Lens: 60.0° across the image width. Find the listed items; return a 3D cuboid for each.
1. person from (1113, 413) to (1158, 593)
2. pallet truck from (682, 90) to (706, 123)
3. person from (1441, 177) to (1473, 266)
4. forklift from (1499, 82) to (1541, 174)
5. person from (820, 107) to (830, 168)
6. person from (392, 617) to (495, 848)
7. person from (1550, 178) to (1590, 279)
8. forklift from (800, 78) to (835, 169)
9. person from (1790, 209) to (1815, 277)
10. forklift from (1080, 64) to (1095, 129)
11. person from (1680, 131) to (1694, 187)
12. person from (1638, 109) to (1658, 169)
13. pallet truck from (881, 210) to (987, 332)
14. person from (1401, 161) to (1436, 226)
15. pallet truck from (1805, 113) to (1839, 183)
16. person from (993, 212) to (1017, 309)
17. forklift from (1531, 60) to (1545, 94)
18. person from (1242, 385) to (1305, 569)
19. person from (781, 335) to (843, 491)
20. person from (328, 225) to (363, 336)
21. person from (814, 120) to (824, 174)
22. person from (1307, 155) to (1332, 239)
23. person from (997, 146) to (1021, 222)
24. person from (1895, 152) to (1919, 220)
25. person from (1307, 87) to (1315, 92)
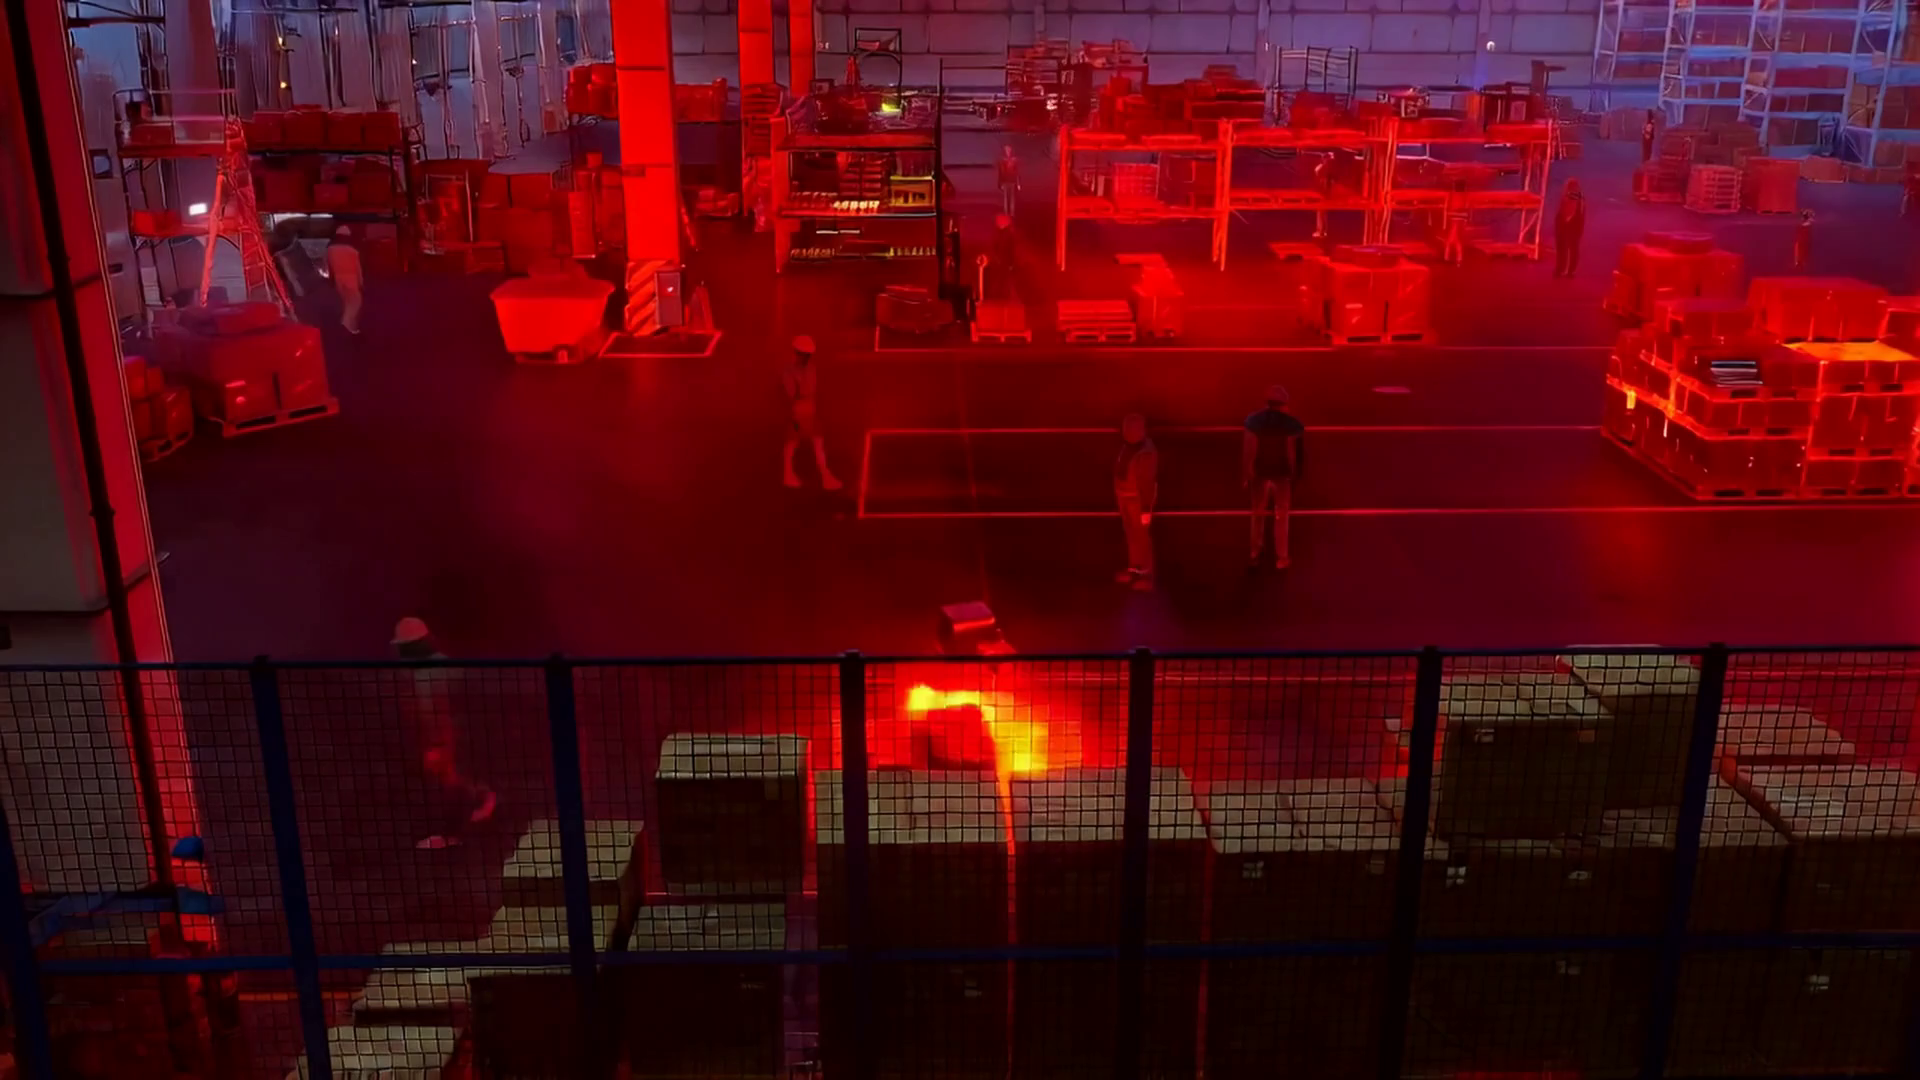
[{"bbox_3d":[1.751,-0.386,16.659,0.432,1.831,0.636,-5,19,-15],"label":"person"},{"bbox_3d":[-9.671,-15.907,62.421,0.823,1.965,1.885,5,19,15],"label":"pallet truck"},{"bbox_3d":[10.651,-6.812,35.618,0.574,1.882,0.358,10,21,28],"label":"person"},{"bbox_3d":[17.612,-13.042,52.560,1.129,2.768,1.873,-1,19,-1],"label":"forklift"},{"bbox_3d":[-4.421,-13.172,54.449,0.415,1.922,0.657,0,19,0],"label":"person"},{"bbox_3d":[-3.641,1.339,11.673,0.521,1.724,0.506,-6,19,-16],"label":"person"},{"bbox_3d":[12.475,-6.391,34.126,0.682,2.000,0.537,-6,20,-17],"label":"person"},{"bbox_3d":[-4.527,-13.620,54.275,1.129,2.768,1.873,-6,20,-18],"label":"forklift"},{"bbox_3d":[15.701,-5.209,30.915,0.550,1.846,0.653,-13,23,-34],"label":"person"},{"bbox_3d":[4.802,-16.587,63.077,1.873,2.768,1.129,-1,19,-2],"label":"forklift"},{"bbox_3d":[21.539,-11.337,49.429,0.537,1.624,0.494,-17,25,-41],"label":"person"},{"bbox_3d":[22.385,-13.017,53.985,0.390,1.912,0.589,-2,19,-7],"label":"person"},{"bbox_3d":[-0.493,-4.759,29.349,1.885,1.965,0.823,-13,23,-34],"label":"pallet truck"},{"bbox_3d":[11.481,-8.598,41.343,0.810,1.605,0.527,6,20,17],"label":"person"},{"bbox_3d":[26.403,-11.957,50.702,0.823,1.965,1.885,6,19,16],"label":"pallet truck"},{"bbox_3d":[0.728,-5.147,30.788,0.817,1.809,0.656,-4,19,-11],"label":"person"},{"bbox_3d":[22.941,-17.687,66.340,1.873,2.768,1.129,8,20,23],"label":"forklift"},{"bbox_3d":[3.239,-0.657,17.270,0.630,1.938,0.366,7,20,20],"label":"person"},{"bbox_3d":[-1.819,-1.494,19.827,0.555,1.890,0.974,-16,25,-40],"label":"person"},{"bbox_3d":[-10.514,-4.431,28.518,0.616,1.906,0.484,5,19,13],"label":"person"},{"bbox_3d":[-4.480,-12.415,52.531,0.318,1.690,0.541,-3,19,-8],"label":"person"},{"bbox_3d":[8.558,-8.136,39.459,0.352,1.937,0.635,-7,20,-20],"label":"person"},{"bbox_3d":[1.239,-9.069,42.326,0.616,1.870,0.995,-1,19,-2],"label":"person"},{"bbox_3d":[24.381,-9.076,42.620,0.317,1.696,0.539,-15,24,-37],"label":"person"},{"bbox_3d":[13.678,-16.921,65.622,1.027,1.889,0.538,5,19,14],"label":"person"}]
